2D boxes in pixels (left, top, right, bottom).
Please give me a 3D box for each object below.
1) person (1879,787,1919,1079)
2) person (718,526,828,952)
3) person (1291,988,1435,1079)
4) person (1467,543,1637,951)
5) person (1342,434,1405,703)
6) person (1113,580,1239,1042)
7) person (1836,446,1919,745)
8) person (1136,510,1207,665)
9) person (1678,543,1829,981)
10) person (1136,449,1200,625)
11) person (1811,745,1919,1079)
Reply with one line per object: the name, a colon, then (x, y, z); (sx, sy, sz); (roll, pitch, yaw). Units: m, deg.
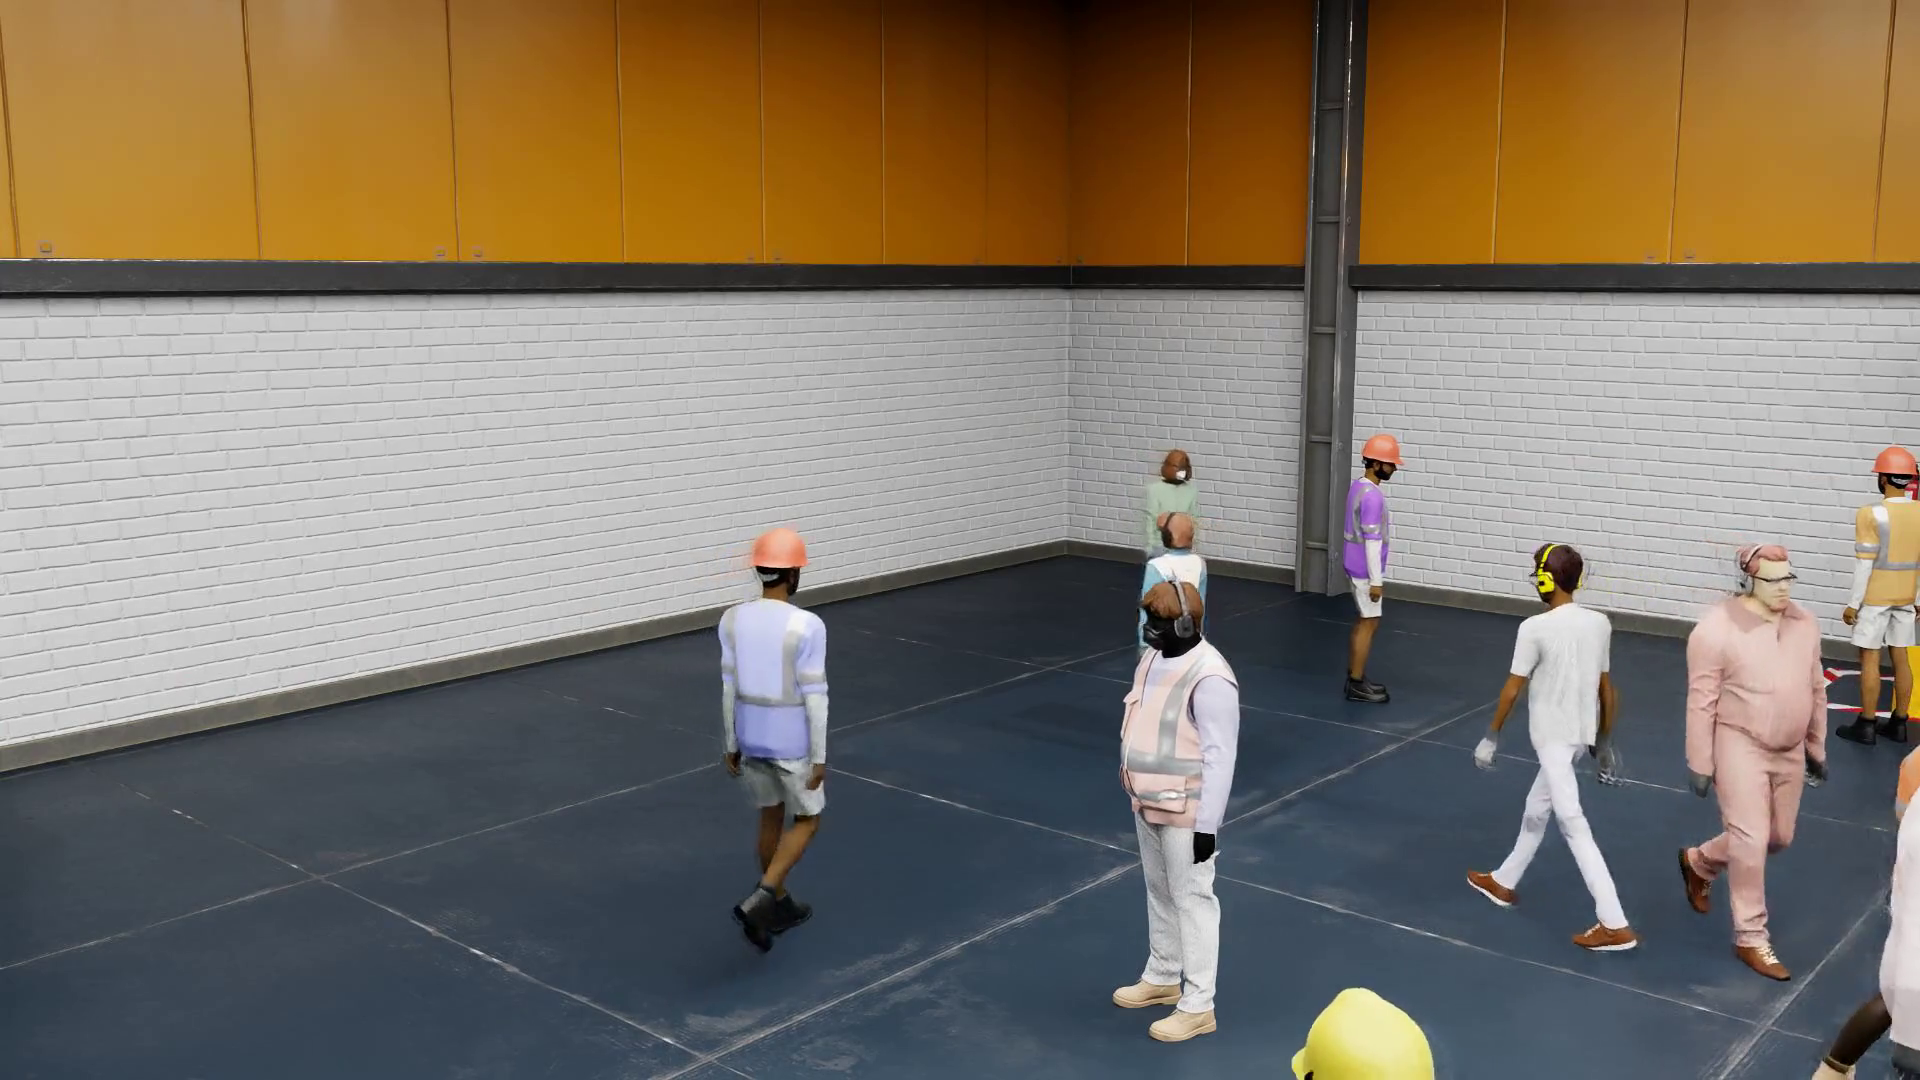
person: (2.898, 1.333, 4.834); (0.421, 1.886, 0.686); (6, 11, 33)
person: (-0.852, 0.903, 7.449); (0.547, 1.921, 0.655); (4, 10, 25)
person: (0.734, 1.678, 2.993); (0.606, 1.786, 0.955); (-3, 9, -16)
person: (2.736, 0.926, 7.640); (0.548, 1.816, 1.002); (-5, 10, -28)
person: (2.922, 0.205, 11.818); (0.389, 1.921, 0.558); (1, 9, 4)
person: (0.851, 1.064, 6.662); (0.429, 1.840, 0.634); (-3, 10, -19)
person: (5.982, 0.361, 10.773); (0.553, 1.935, 0.361); (-2, 9, -10)
person: (1.328, 0.634, 10.049); (0.523, 1.620, 0.593); (-9, 12, -43)
person: (3.509, 0.923, 7.424); (0.651, 1.881, 0.775); (-3, 10, -18)
person: (1.714, 0.039, 13.824); (0.507, 1.612, 0.596); (-3, 10, -20)
person: (3.493, 1.274, 5.938); (0.882, 1.654, 0.536); (1, 9, 8)
